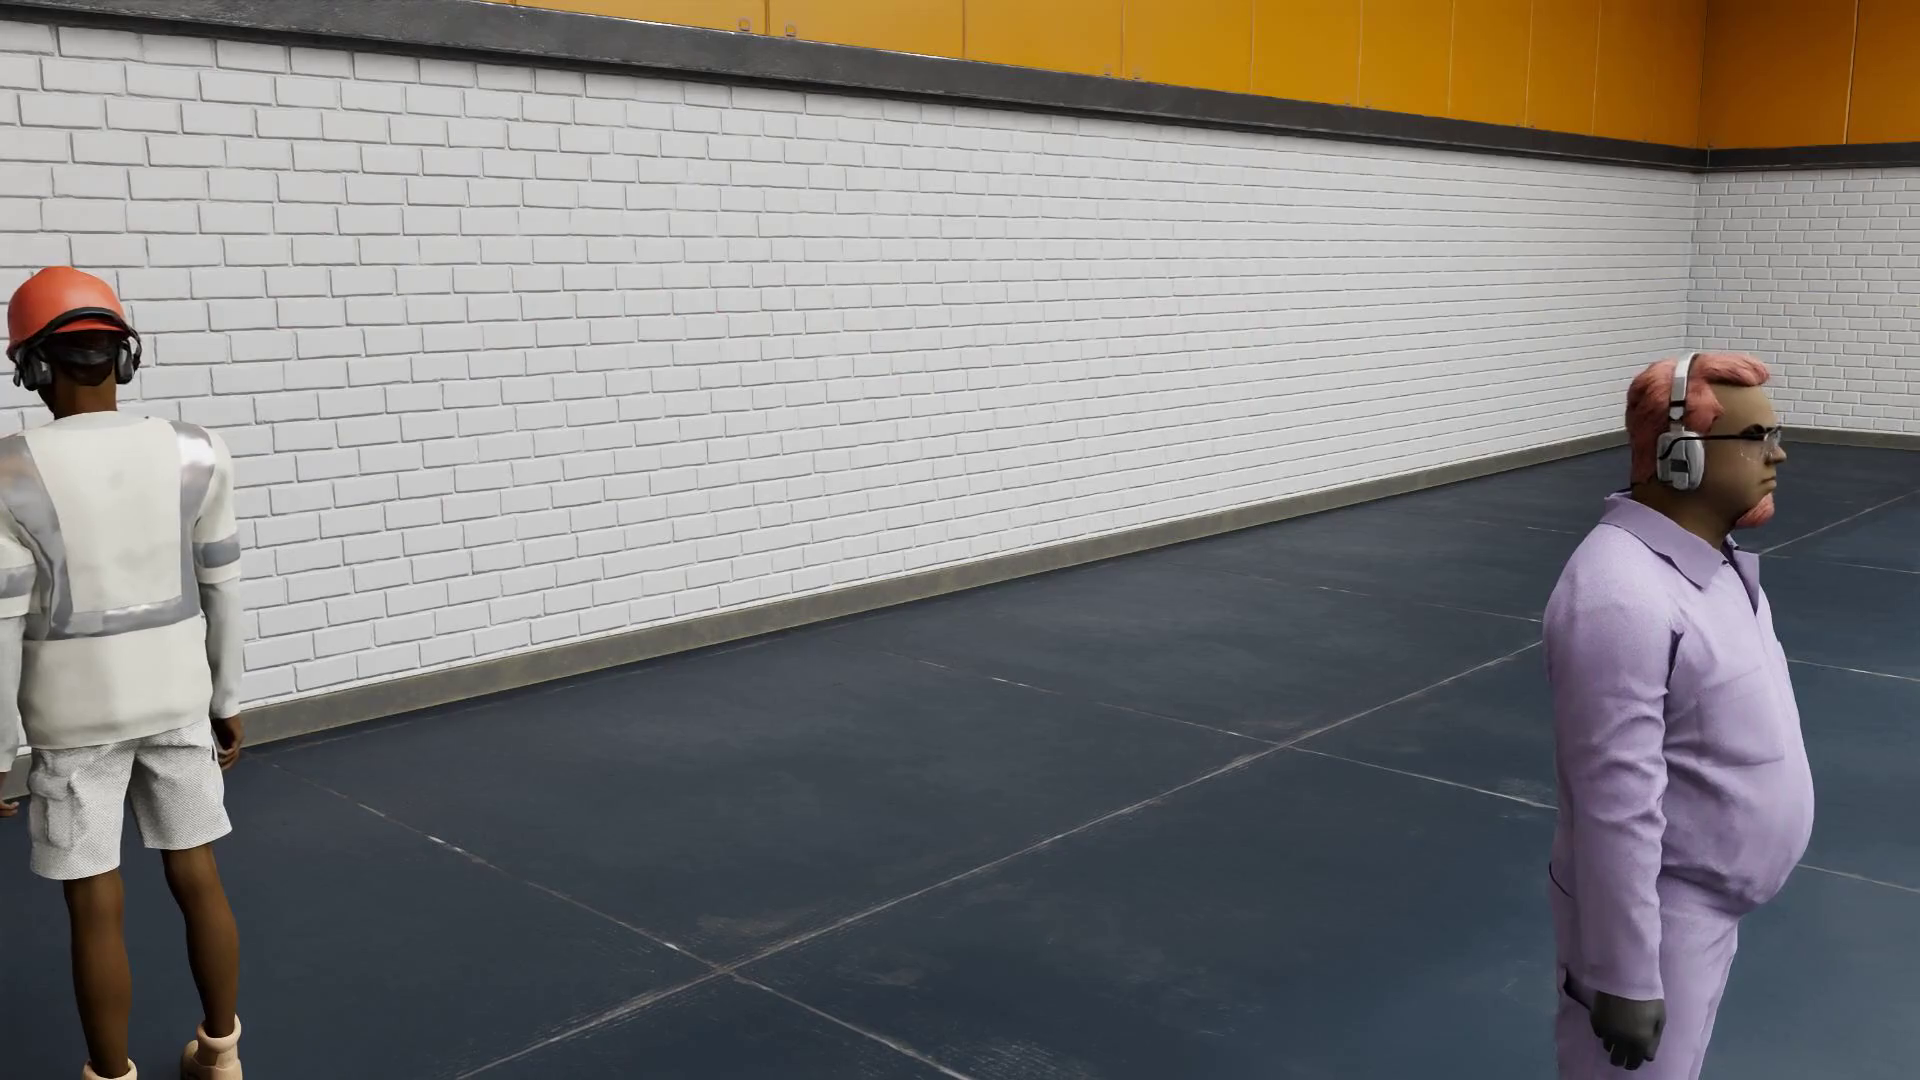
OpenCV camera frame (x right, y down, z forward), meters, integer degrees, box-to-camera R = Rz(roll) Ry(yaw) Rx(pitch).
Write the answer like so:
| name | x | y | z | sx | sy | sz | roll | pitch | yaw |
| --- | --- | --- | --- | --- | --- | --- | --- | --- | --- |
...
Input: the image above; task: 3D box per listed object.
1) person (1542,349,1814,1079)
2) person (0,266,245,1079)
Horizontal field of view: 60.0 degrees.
| name | x | y | z | sx | sy | sz | roll | pitch | yaw |
| --- | --- | --- | --- | --- | --- | --- | --- | --- | --- |
| person | 1.206 | 0.636 | 2.830 | 0.410 | 1.913 | 0.643 | 6 | 12 | 33 |
| person | -1.961 | 0.397 | 3.840 | 0.388 | 2.034 | 0.605 | 9 | 13 | 41 |
